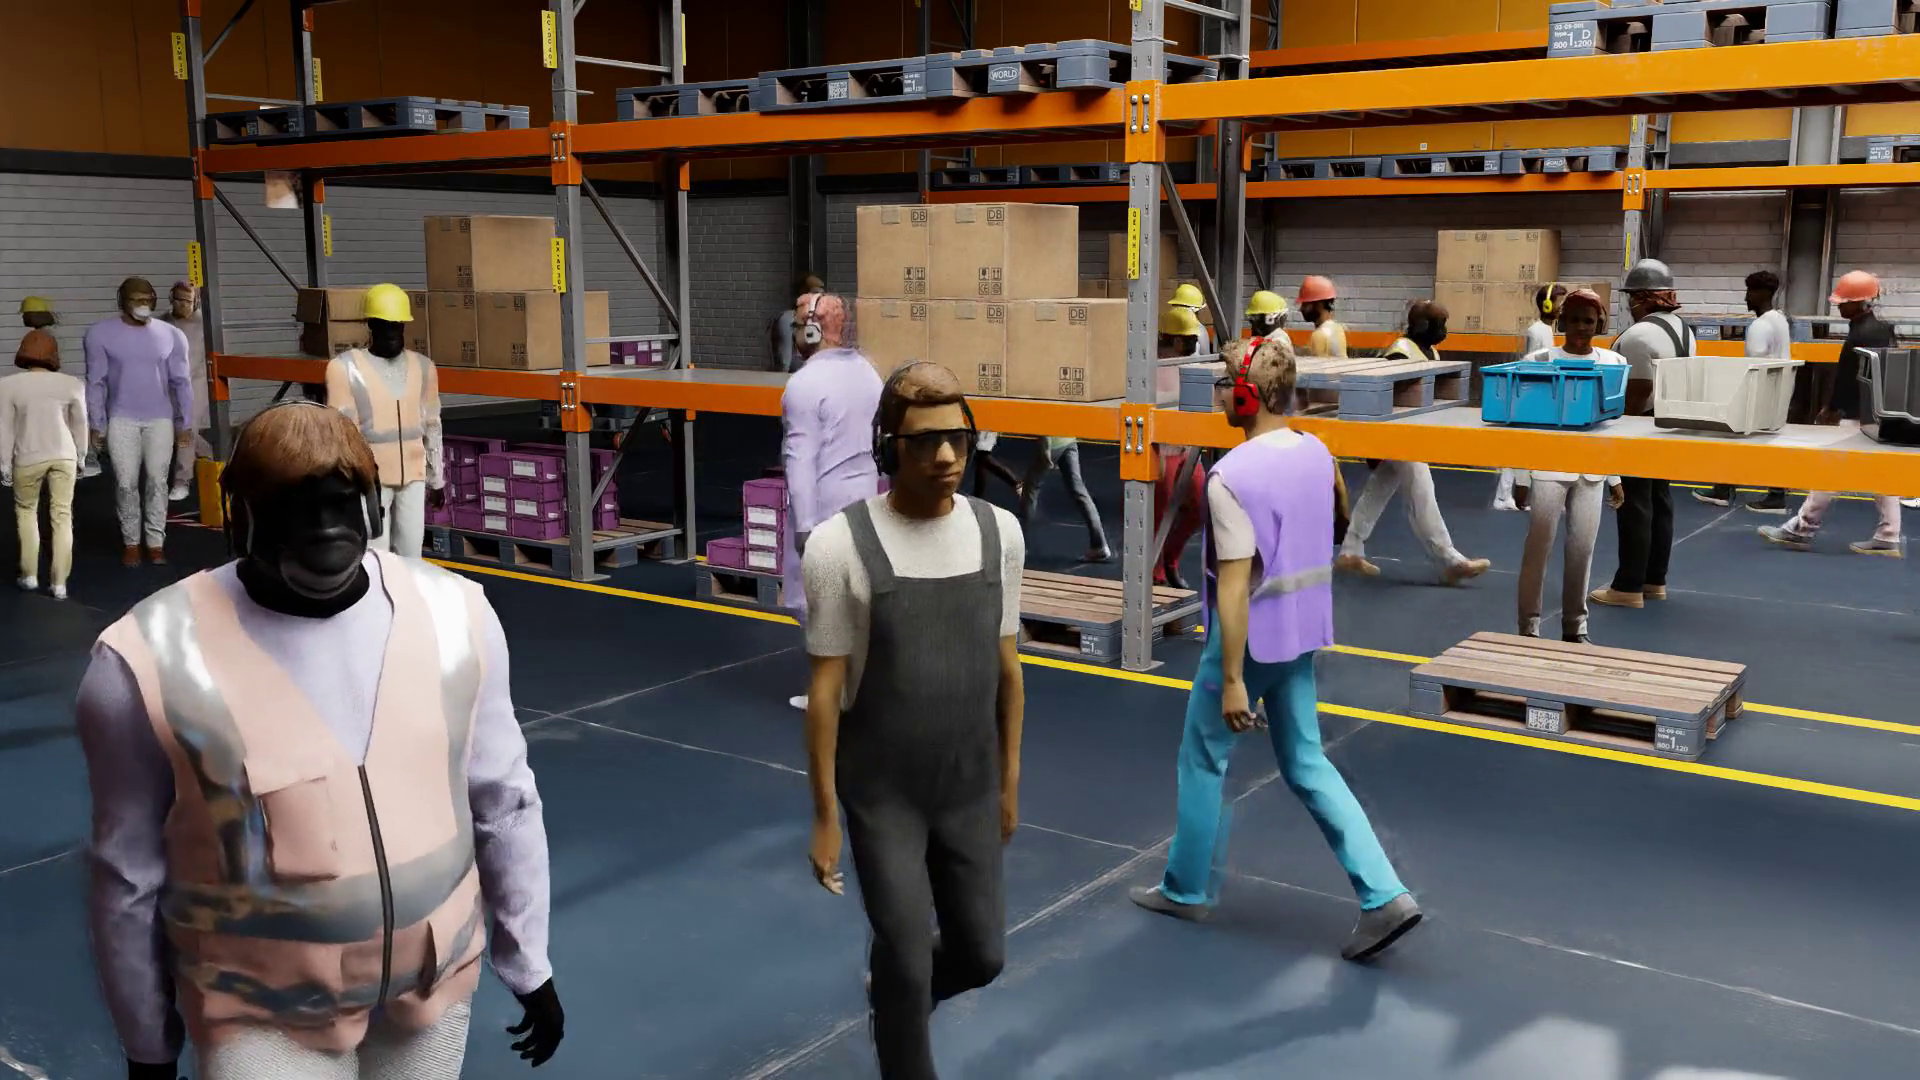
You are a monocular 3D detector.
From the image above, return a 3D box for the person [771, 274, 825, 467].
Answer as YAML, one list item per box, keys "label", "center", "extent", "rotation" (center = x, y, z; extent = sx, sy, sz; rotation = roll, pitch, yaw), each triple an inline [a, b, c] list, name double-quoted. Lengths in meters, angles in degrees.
- label: "person"
  center: [-1.203, -1.067, 12.739]
  extent: [0.464, 1.925, 0.638]
  rotation: [6, 11, 33]

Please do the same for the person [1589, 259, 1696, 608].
- label: "person"
  center: [3.976, -0.632, 9.800]
  extent: [0.689, 2.000, 0.537]
  rotation: [-9, 13, -43]

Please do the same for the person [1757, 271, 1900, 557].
- label: "person"
  center: [6.062, -0.864, 11.455]
  extent: [0.952, 1.940, 0.644]
  rotation: [7, 12, 34]

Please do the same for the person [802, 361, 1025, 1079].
- label: "person"
  center: [-0.114, 0.519, 3.597]
  extent: [0.515, 1.825, 0.653]
  rotation: [-4, 11, -25]

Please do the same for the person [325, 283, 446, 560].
- label: "person"
  center: [-2.899, -0.329, 8.385]
  extent: [0.550, 1.913, 0.603]
  rotation: [9, 13, 42]

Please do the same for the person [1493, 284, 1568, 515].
- label: "person"
  center: [4.736, -1.109, 13.291]
  extent: [0.909, 1.830, 0.516]
  rotation: [4, 10, 20]

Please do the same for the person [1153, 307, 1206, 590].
- label: "person"
  center: [1.284, -0.507, 9.915]
  extent: [0.392, 1.749, 0.545]
  rotation: [8, 13, 41]

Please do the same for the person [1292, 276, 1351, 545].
- label: "person"
  center: [2.455, -0.909, 11.866]
  extent: [0.876, 1.899, 0.573]
  rotation: [4, 10, 22]

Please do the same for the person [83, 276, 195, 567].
- label: "person"
  center: [-5.383, -0.769, 10.968]
  extent: [0.646, 1.918, 0.534]
  rotation: [-6, 12, -34]

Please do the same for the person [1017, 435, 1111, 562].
- label: "person"
  center: [0.636, -0.638, 11.195]
  extent: [0.876, 1.589, 0.512]
  rotation: [7, 12, 34]

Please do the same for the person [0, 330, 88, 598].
- label: "person"
  center: [-5.593, -0.470, 10.118]
  extent: [0.514, 1.597, 0.701]
  rotation: [-8, 12, -39]

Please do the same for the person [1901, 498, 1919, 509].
- label: "person"
  center: [8.042, -1.115, 13.191]
  extent: [0.743, 1.884, 0.674]
  rotation: [6, 11, 33]

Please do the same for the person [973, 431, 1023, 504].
- label: "person"
  center: [0.271, -0.975, 12.967]
  extent: [0.719, 1.675, 0.539]
  rotation: [5, 11, 27]

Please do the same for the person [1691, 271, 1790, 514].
- label: "person"
  center: [6.331, -1.194, 13.448]
  extent: [0.870, 1.932, 0.640]
  rotation: [7, 12, 37]

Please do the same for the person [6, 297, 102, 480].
- label: "person"
  center: [-8.480, -1.399, 15.402]
  extent: [0.890, 1.696, 0.494]
  rotation: [-8, 13, -41]

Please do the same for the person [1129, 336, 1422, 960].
- label: "person"
  center: [0.925, 0.314, 4.854]
  extent: [0.577, 1.816, 0.909]
  rotation: [-9, 13, -43]

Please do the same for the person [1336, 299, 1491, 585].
- label: "person"
  center: [2.866, -0.619, 10.503]
  extent: [1.038, 1.777, 0.617]
  rotation: [5, 11, 27]

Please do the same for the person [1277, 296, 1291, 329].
- label: "person"
  center: [2.395, -0.996, 12.786]
  extent: [0.331, 1.768, 0.527]
  rotation: [0, 10, -2]

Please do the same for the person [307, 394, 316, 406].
- label: "person"
  center: [-5.728, -1.397, 15.246]
  extent: [0.680, 1.744, 0.545]
  rotation: [-3, 10, -16]

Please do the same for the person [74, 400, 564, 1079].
- label: "person"
  center: [-0.898, 0.706, 2.499]
  extent: [0.630, 1.821, 0.652]
  rotation: [-9, 13, -42]

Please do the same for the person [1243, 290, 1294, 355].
- label: "person"
  center: [2.385, -0.976, 12.552]
  extent: [0.708, 1.808, 0.604]
  rotation: [0, 10, 1]

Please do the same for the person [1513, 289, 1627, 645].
- label: "person"
  center: [3.081, -0.322, 8.422]
  extent: [0.584, 1.881, 0.339]
  rotation: [-1, 10, -7]

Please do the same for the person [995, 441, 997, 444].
- label: "person"
  center: [0.170, -1.989, 18.222]
  extent: [0.589, 1.927, 0.386]
  rotation: [-1, 10, -4]

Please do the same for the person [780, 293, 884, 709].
- label: "person"
  center: [-0.526, -0.129, 7.270]
  extent: [0.564, 1.892, 0.647]
  rotation: [5, 11, 30]

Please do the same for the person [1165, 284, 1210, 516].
- label: "person"
  center: [1.786, -1.110, 13.256]
  extent: [0.404, 1.834, 0.600]
  rotation: [2, 10, 12]

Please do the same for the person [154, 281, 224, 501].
- label: "person"
  center: [-6.620, -1.300, 14.320]
  extent: [0.640, 1.861, 0.866]
  rotation: [2, 10, 11]
